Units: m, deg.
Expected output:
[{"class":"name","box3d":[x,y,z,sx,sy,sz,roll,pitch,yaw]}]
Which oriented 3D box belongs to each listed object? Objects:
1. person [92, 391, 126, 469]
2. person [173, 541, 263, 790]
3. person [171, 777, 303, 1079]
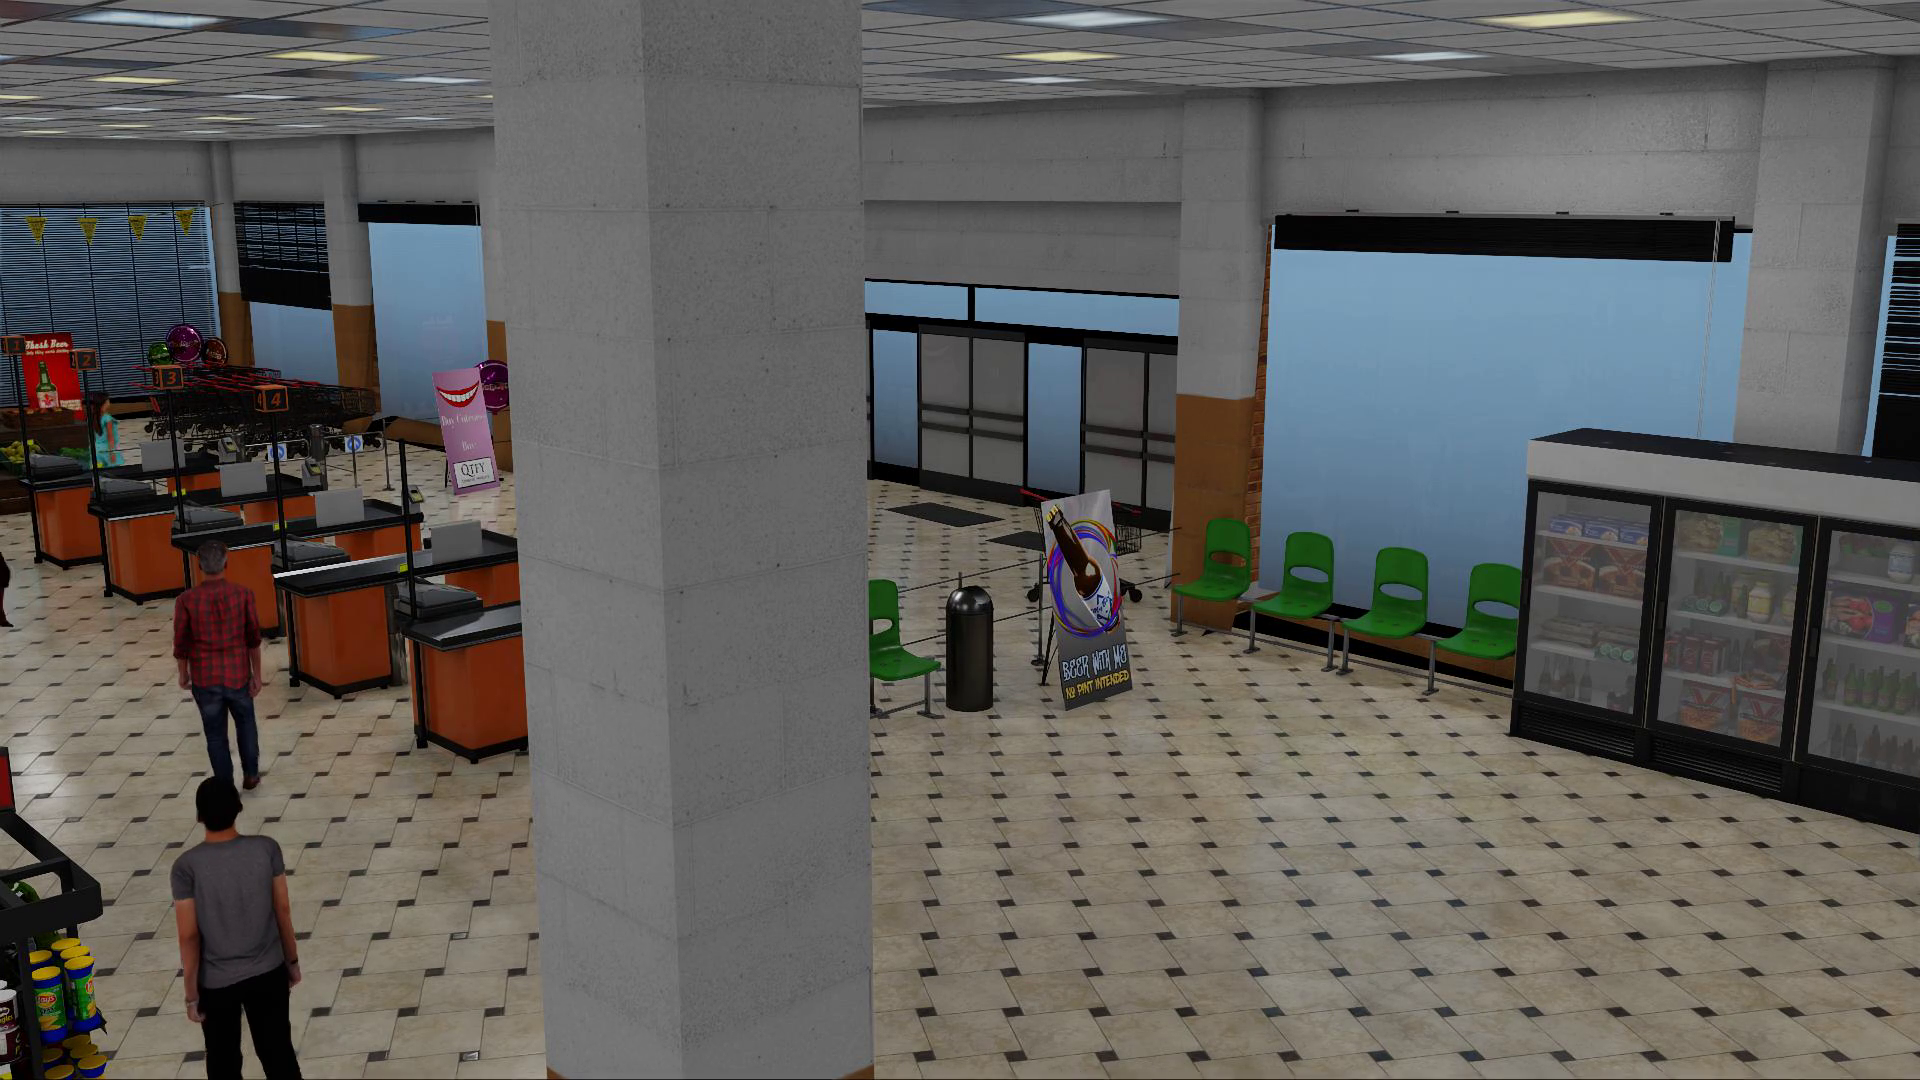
[{"class":"person","box3d":[-11.201,-1.139,21.679,0.784,1.519,1.131,6,13,26]},{"class":"person","box3d":[-4.936,0.936,11.124,0.915,1.806,0.889,-7,14,-30]},{"class":"person","box3d":[-2.987,1.848,6.964,1.067,1.737,0.832,-8,14,-33]}]
